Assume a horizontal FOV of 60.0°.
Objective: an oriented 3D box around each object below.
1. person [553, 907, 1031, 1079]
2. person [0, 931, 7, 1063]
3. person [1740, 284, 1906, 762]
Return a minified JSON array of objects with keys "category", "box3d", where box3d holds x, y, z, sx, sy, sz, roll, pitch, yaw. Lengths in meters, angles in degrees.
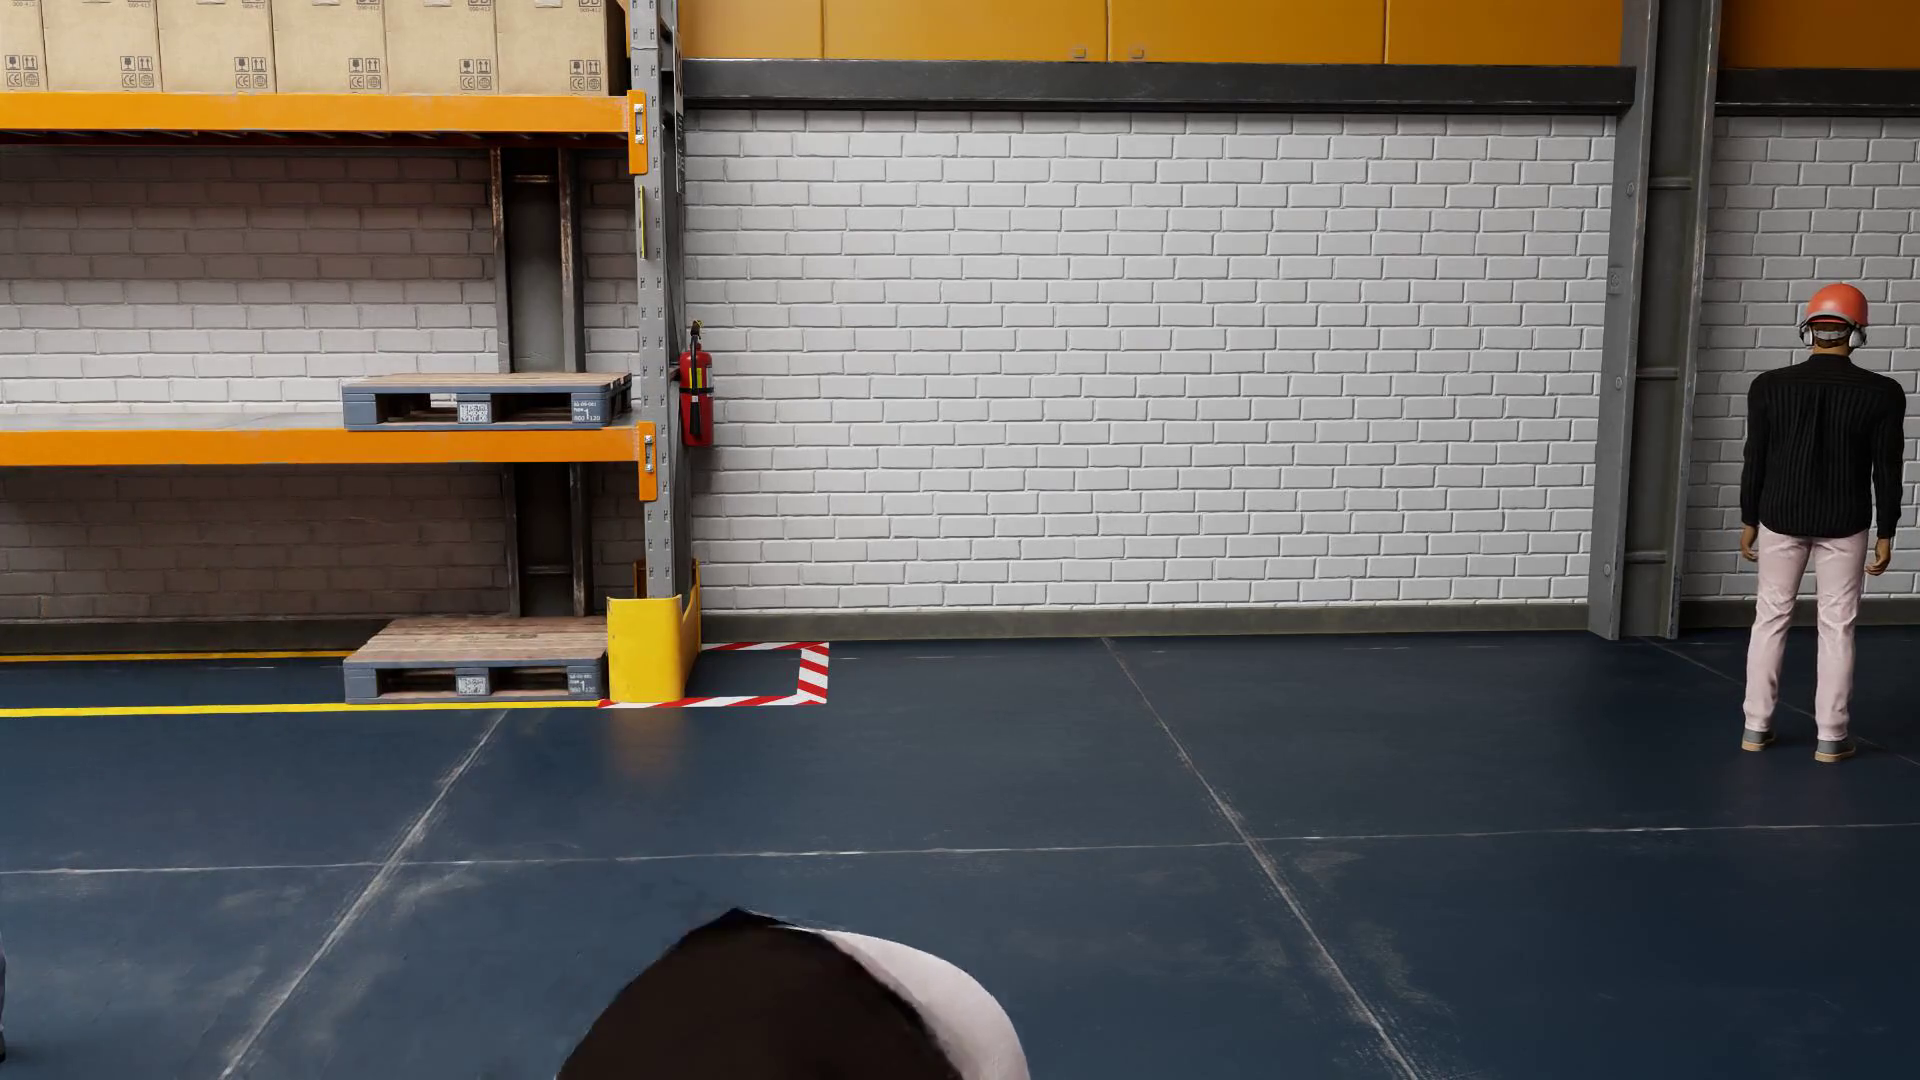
[{"category":"person","box3d":[-0.063,0.948,0.965,0.750,1.865,0.712,7,12,39]},{"category":"person","box3d":[-2.636,0.502,4.063,0.318,1.769,0.522,4,10,24]},{"category":"person","box3d":[3.595,-0.069,6.967,0.612,1.987,0.401,6,11,35]}]
